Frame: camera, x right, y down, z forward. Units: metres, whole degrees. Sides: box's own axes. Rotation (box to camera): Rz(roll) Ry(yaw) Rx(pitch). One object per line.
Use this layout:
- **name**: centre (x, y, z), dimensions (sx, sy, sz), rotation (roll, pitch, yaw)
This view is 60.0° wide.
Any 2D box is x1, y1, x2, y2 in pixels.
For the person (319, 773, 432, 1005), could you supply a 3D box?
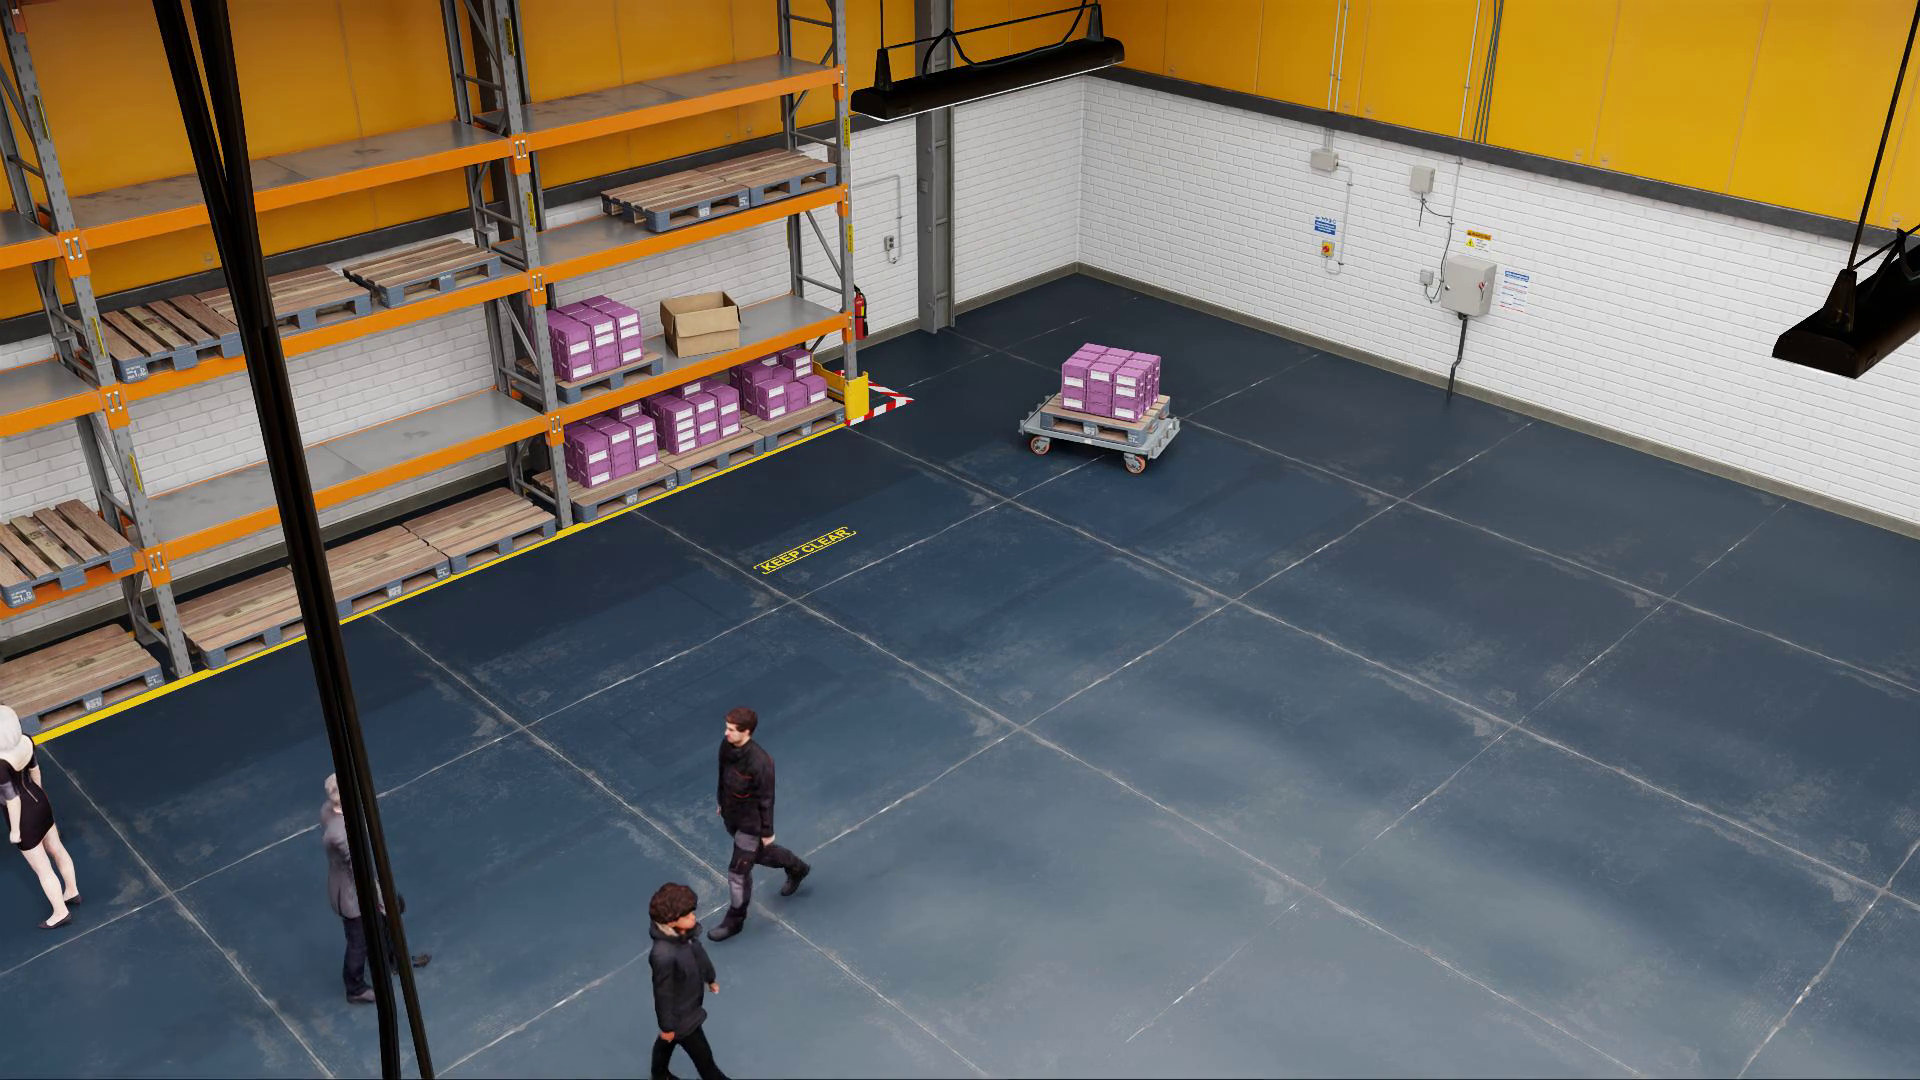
- **person**: centre (-4.050, 2.317, 10.949), dimensions (0.954, 1.817, 0.884), rotation (-10, 30, -18)

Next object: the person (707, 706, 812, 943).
- **person**: centre (-1.409, 1.929, 11.674), dimensions (1.193, 1.805, 0.840), rotation (-19, 34, -31)

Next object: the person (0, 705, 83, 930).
- **person**: centre (-6.510, 1.926, 11.653), dimensions (0.698, 1.830, 0.642), rotation (-1, 29, -1)

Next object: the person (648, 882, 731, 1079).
- **person**: centre (-1.784, 2.812, 10.121), dimensions (1.096, 1.742, 1.086), rotation (3, 29, 6)
